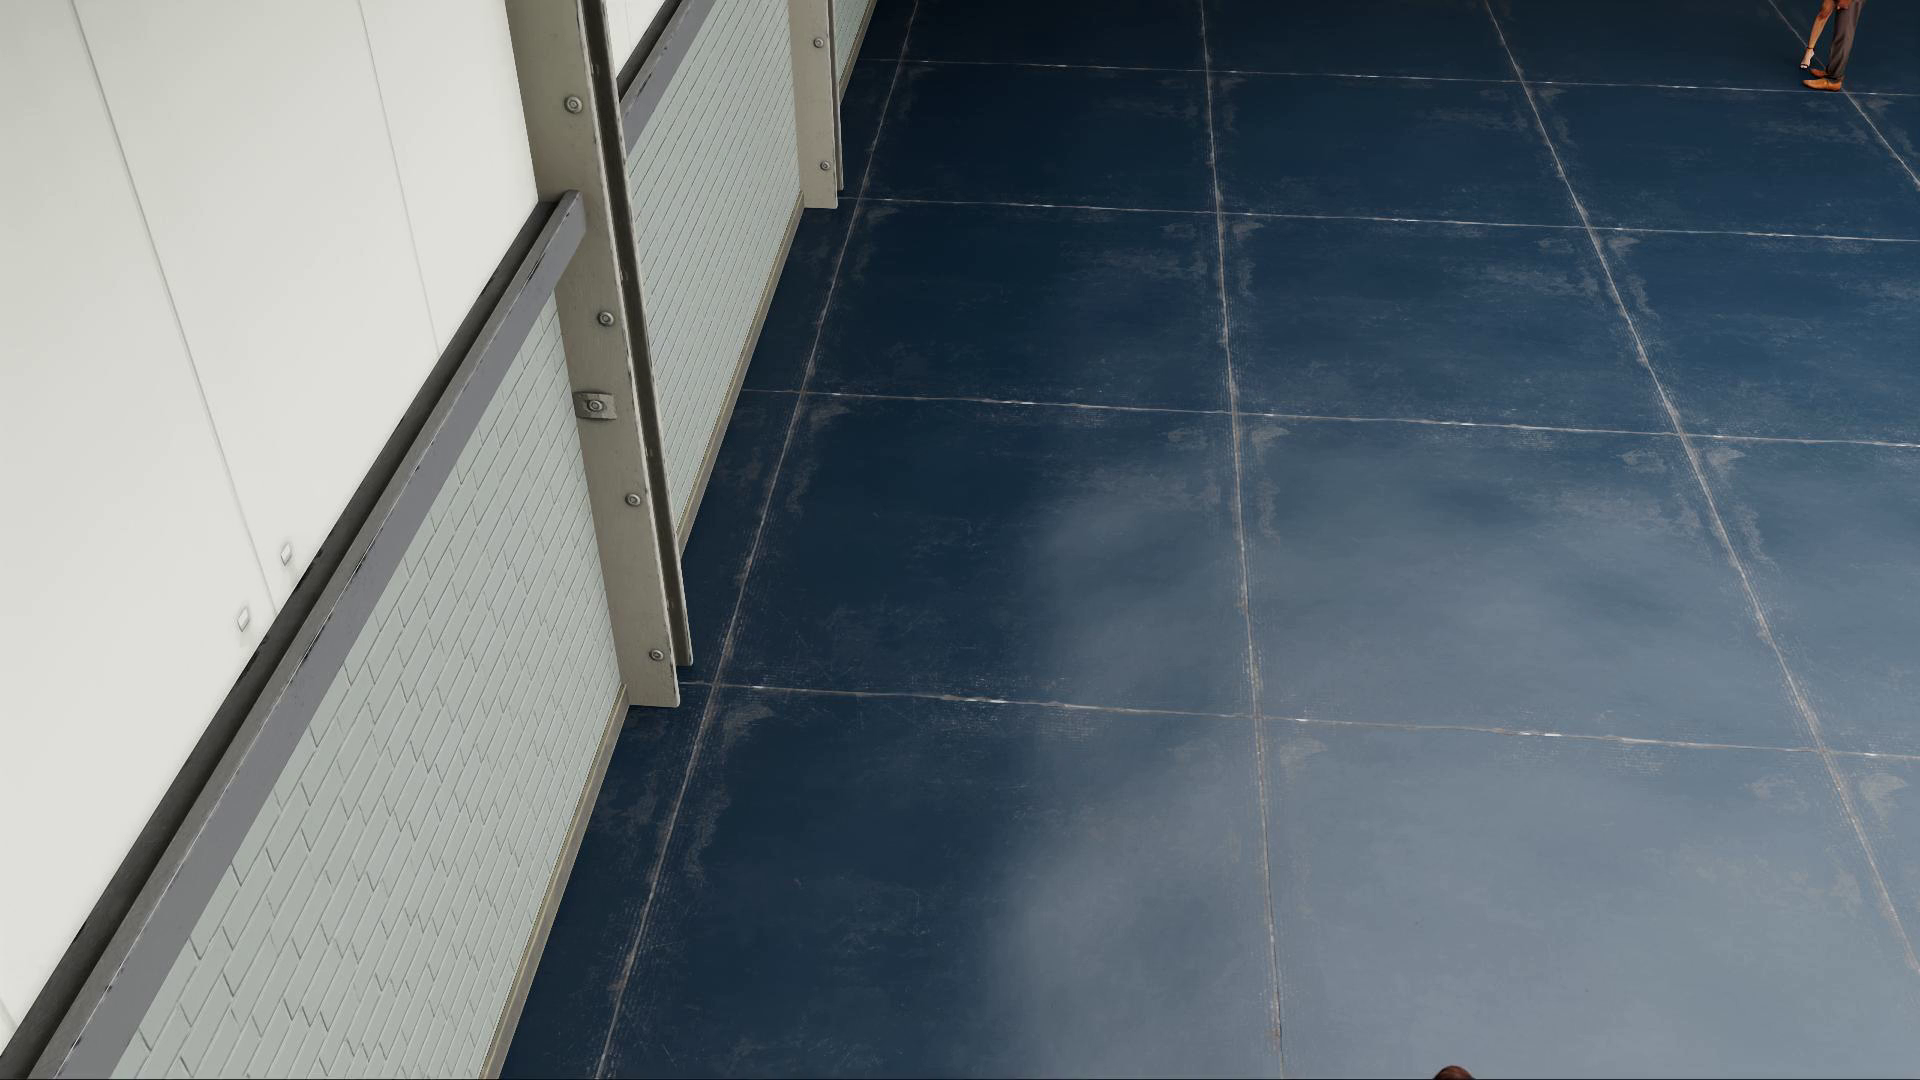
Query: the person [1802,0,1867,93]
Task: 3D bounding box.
[{"bbox_3d":[8.259,-5.101,15.285,0.850,1.908,0.719,21,43,25],"label":"person"}]
